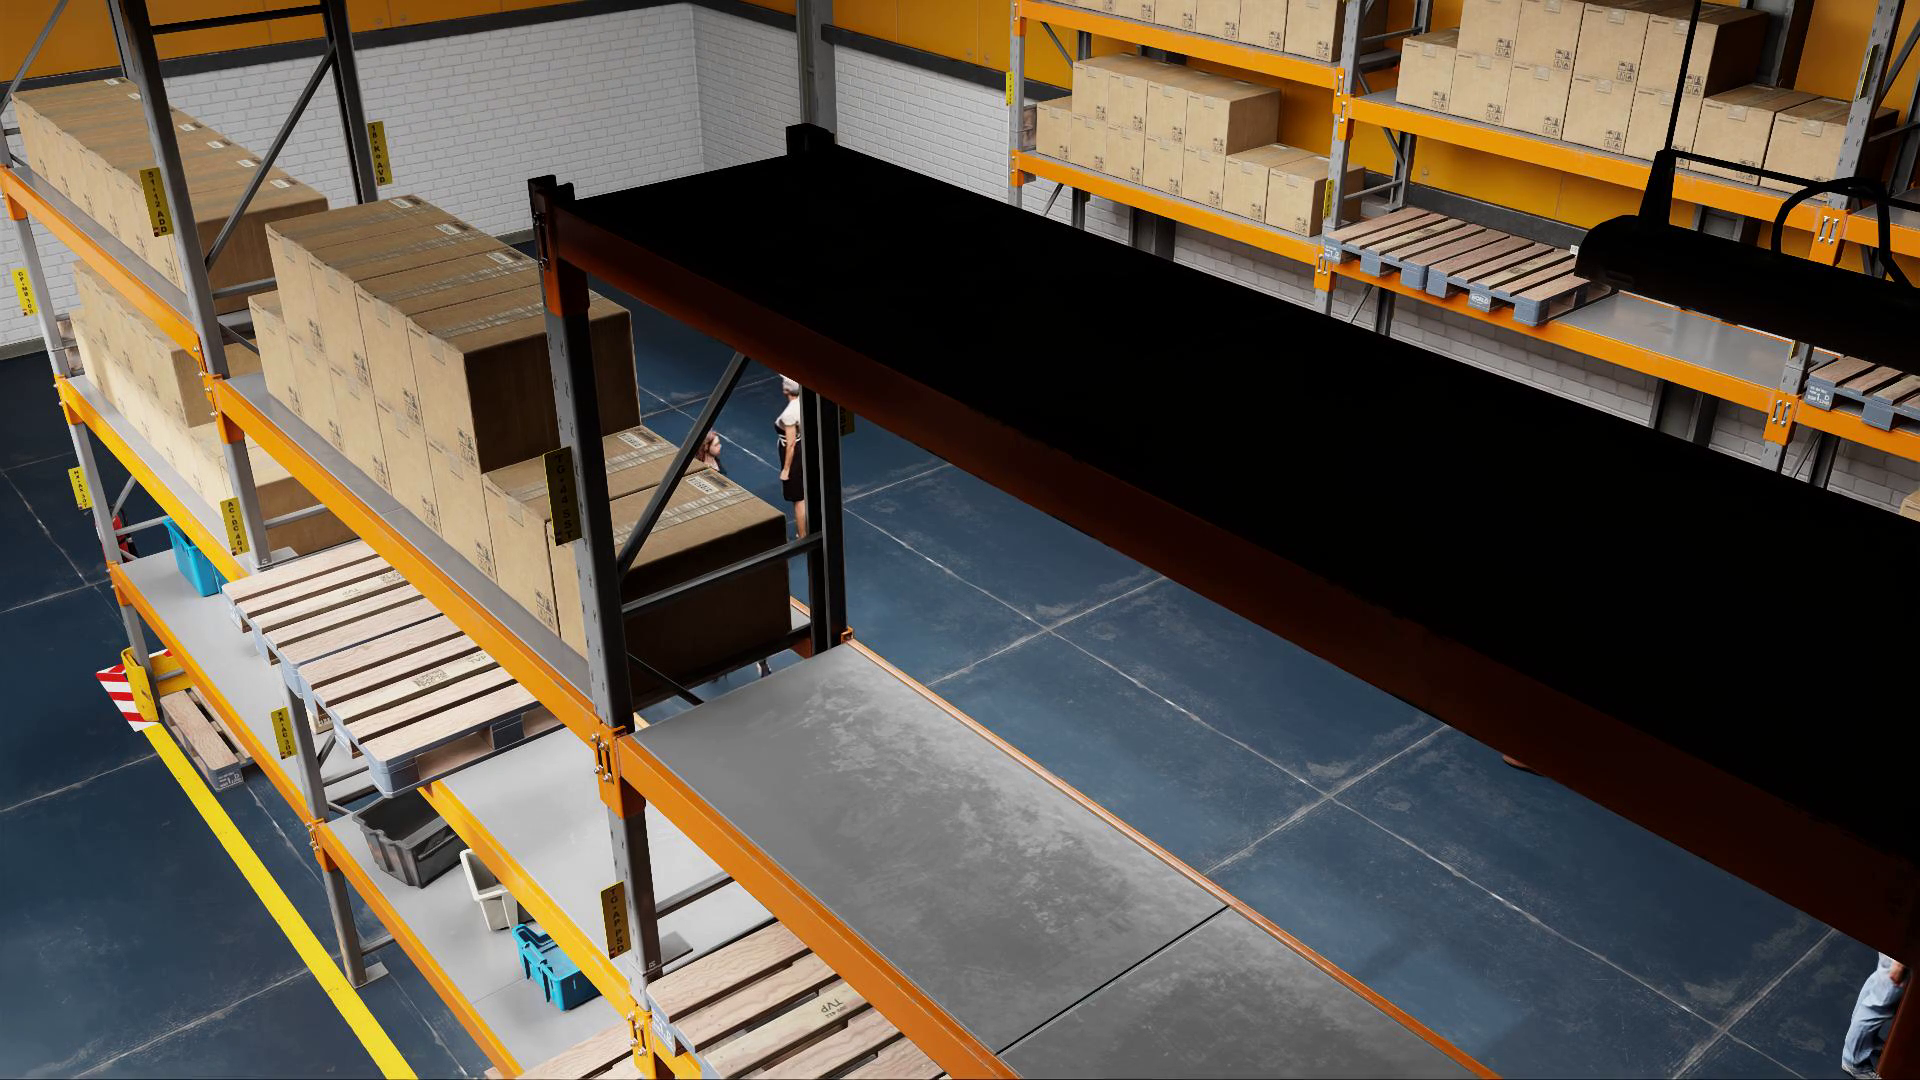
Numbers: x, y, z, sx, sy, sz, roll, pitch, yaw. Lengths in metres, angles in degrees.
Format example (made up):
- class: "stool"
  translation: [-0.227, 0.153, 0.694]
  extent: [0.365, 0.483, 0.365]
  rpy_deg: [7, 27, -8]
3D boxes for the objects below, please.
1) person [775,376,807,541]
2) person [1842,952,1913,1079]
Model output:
- class: "person"
  translation: [-1.443, -0.708, 14.897]
  extent: [0.698, 1.756, 0.710]
  rpy_deg: [11, 30, 19]
- class: "person"
  translation: [5.320, 2.250, 9.359]
  extent: [0.670, 1.866, 0.732]
  rpy_deg: [18, 33, 29]
